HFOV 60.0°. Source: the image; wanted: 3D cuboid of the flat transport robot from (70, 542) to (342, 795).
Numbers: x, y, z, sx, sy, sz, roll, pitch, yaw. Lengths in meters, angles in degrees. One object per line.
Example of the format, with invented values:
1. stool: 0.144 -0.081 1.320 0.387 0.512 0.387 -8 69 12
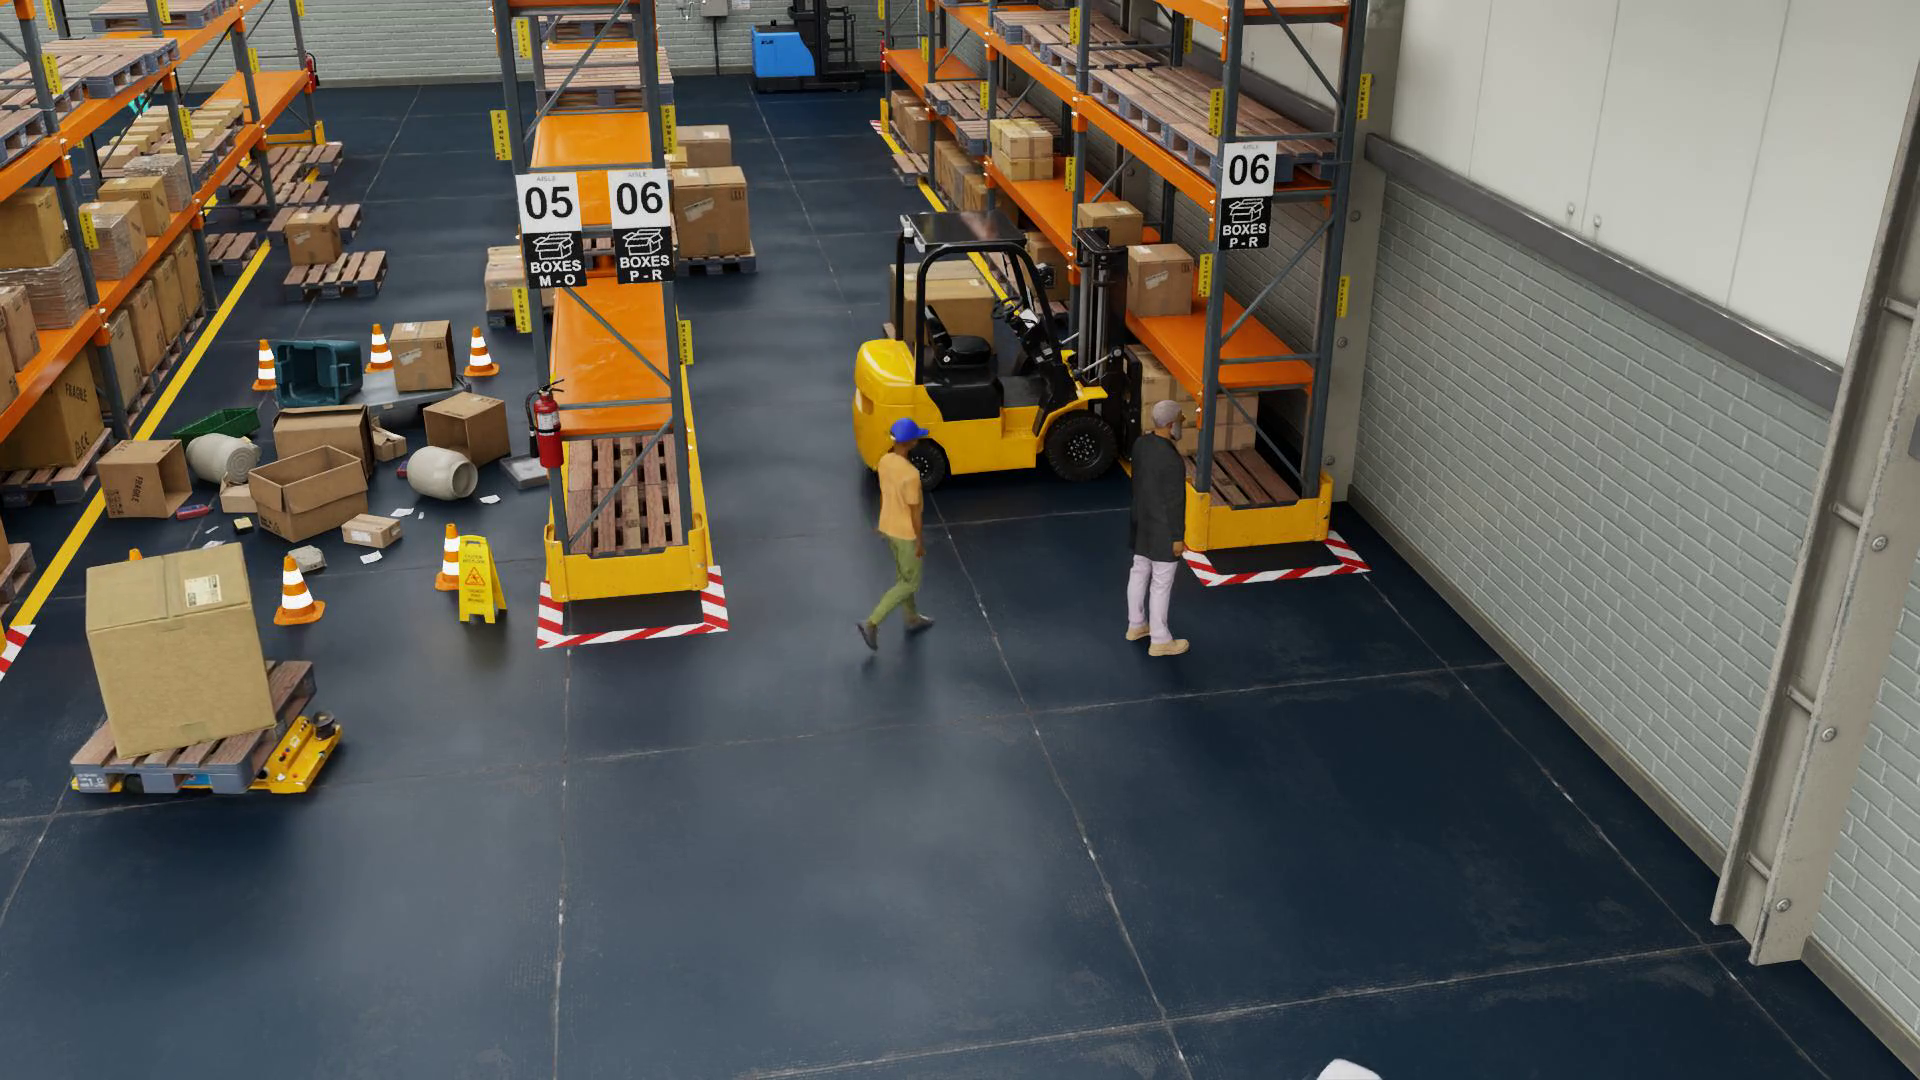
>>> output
1. flat transport robot: -4.687 1.321 10.378 1.431 0.231 0.659 0 26 1

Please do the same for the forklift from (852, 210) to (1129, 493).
1. forklift: 0.216 -1.659 14.366 2.313 2.155 1.214 -5 26 -10

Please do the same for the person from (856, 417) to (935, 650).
1. person: -0.451 -0.040 11.573 0.672 1.693 0.455 -17 31 -32

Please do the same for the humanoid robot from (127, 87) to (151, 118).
1. humanoid robot: -12.792 -6.916 25.830 0.542 1.728 1.034 -20 32 -35

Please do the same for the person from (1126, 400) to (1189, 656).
1. person: 1.366 -0.087 11.477 0.401 1.855 0.543 -13 29 -26

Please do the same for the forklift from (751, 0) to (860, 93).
1. forklift: -2.872 -9.679 30.288 1.873 2.768 1.129 -5 26 -10

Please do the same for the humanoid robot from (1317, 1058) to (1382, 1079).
1. humanoid robot: 1.121 2.538 6.105 0.744 1.732 0.553 14 29 26
